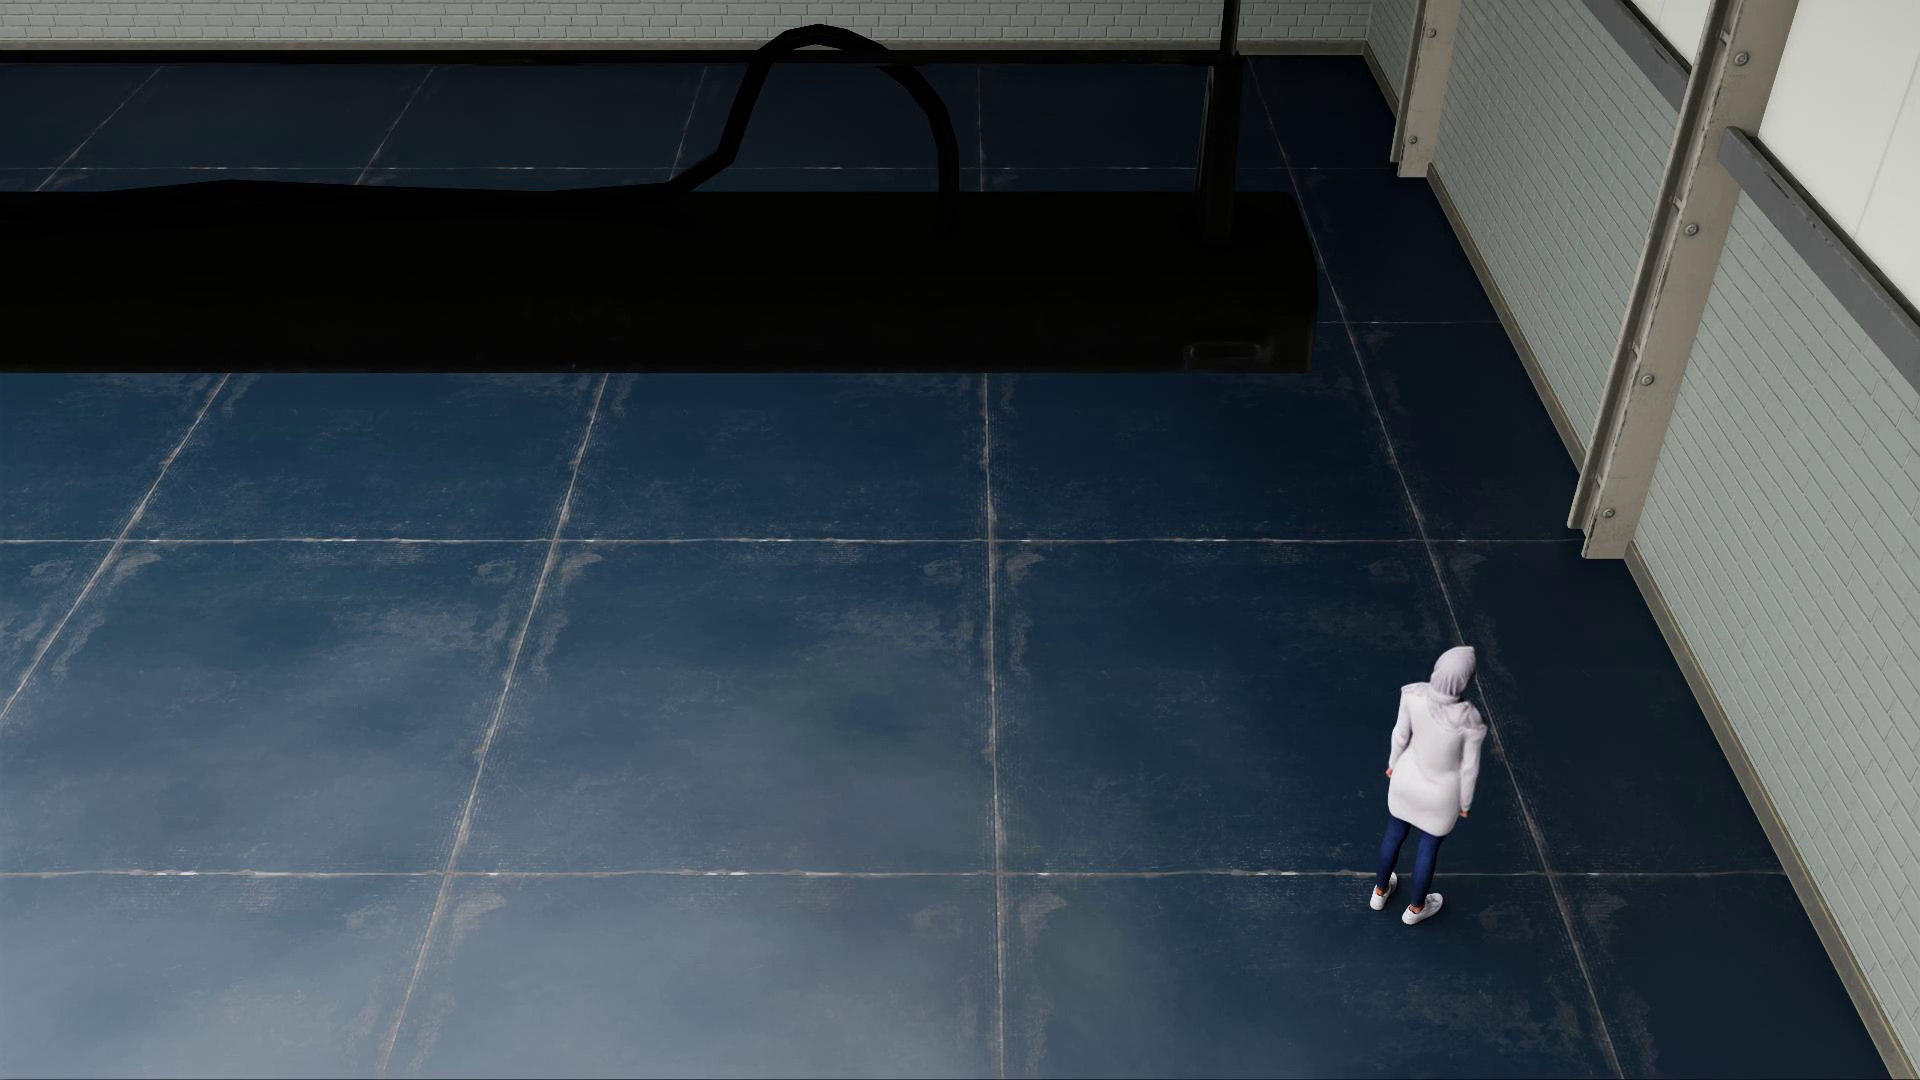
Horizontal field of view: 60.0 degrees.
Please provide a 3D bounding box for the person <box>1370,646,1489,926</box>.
[{"bbox_3d":[2.343,1.234,8.355,0.695,1.775,0.740,28,45,32],"label":"person"}]
